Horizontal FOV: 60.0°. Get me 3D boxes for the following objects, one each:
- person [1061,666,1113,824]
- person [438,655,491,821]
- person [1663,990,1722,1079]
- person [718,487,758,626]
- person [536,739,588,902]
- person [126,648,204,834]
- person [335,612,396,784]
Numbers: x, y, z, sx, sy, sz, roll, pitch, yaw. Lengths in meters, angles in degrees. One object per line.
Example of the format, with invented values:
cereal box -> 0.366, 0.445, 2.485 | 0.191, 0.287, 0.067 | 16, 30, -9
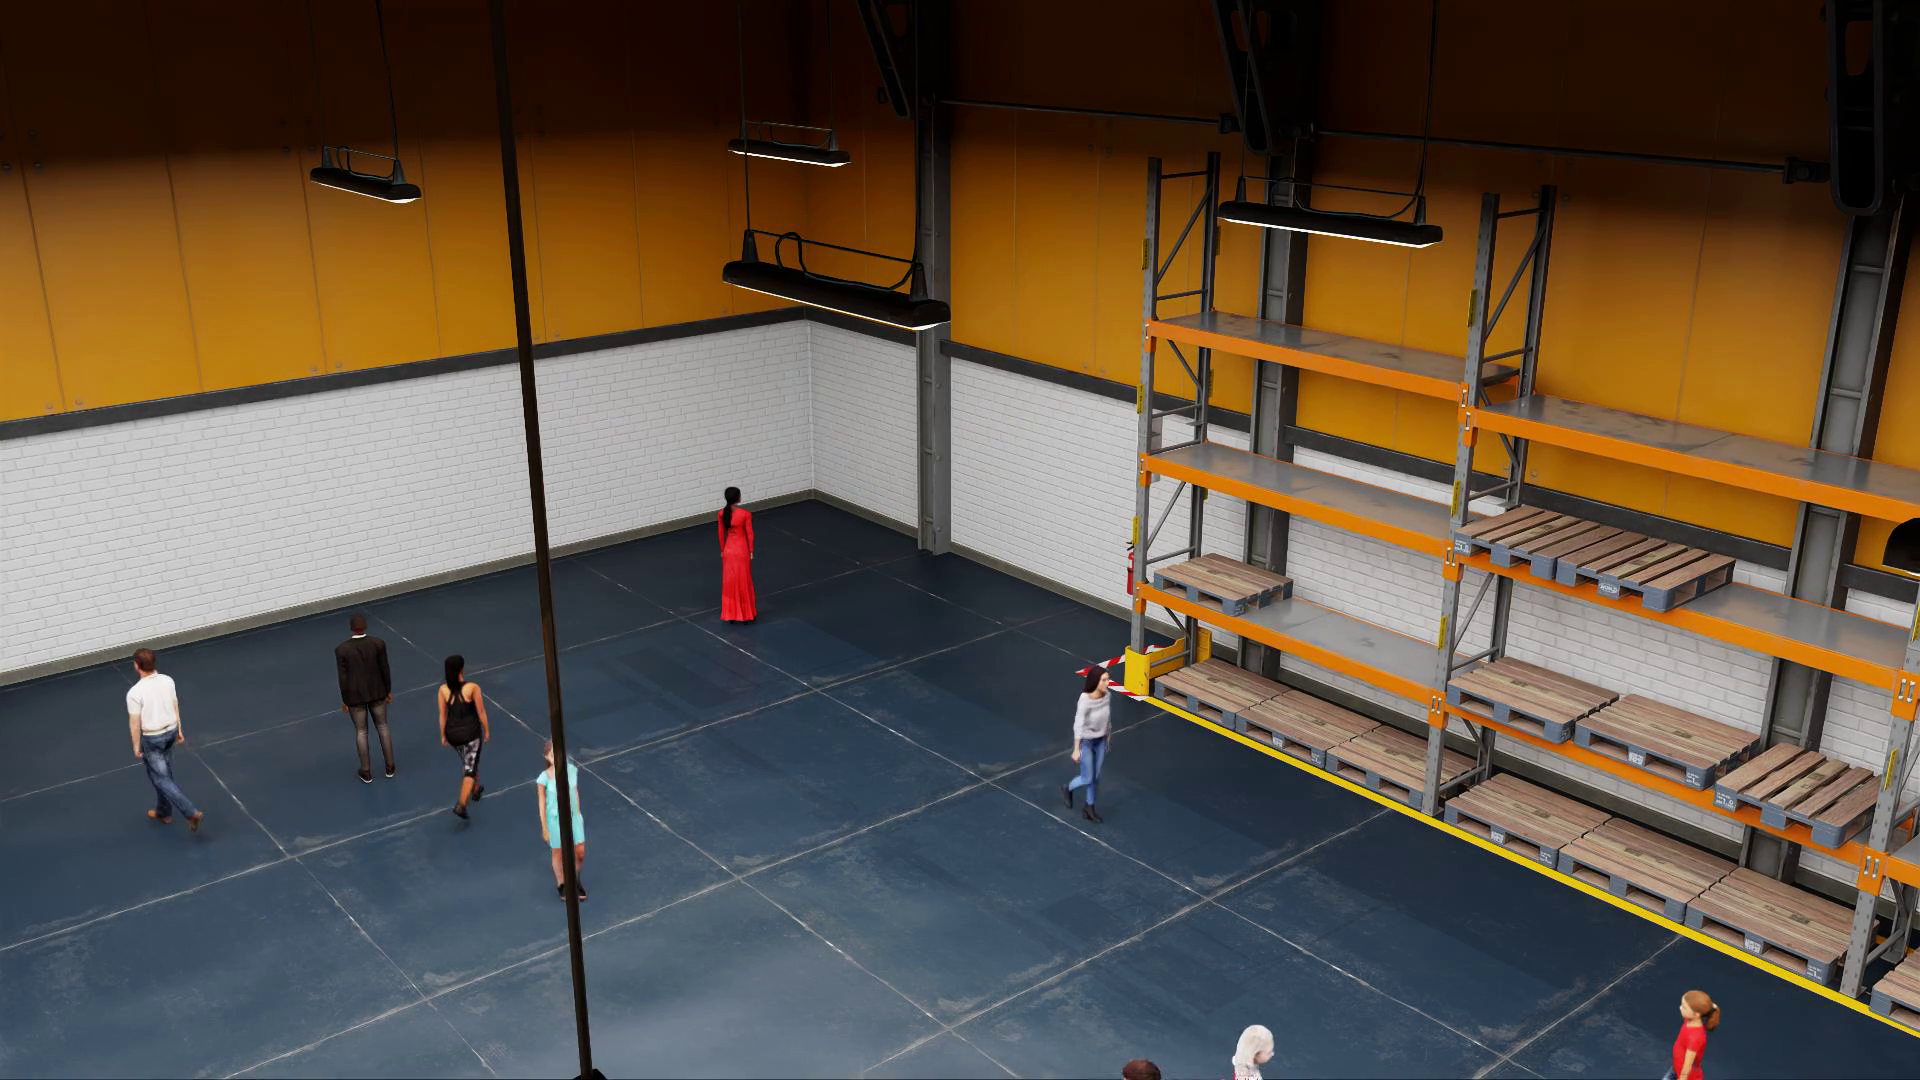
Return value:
person -> 1.192, 1.941, 15.968 | 0.637, 1.619, 0.708 | -16, 24, -40
person -> -4.801, 1.909, 16.040 | 1.028, 1.633, 1.115 | 1, 19, 3
person -> 5.028, 3.659, 11.355 | 0.627, 1.306, 0.583 | 7, 20, 19
person -> -2.814, 0.196, 20.883 | 0.732, 1.787, 0.809 | 4, 19, 12
person -> -3.530, 2.432, 14.623 | 0.561, 1.547, 0.598 | -13, 22, -33
person -> -7.511, 1.915, 15.712 | 1.230, 1.832, 0.952 | 10, 21, 26
person -> -5.982, 1.572, 16.780 | 0.691, 1.799, 0.615 | -10, 21, -28
